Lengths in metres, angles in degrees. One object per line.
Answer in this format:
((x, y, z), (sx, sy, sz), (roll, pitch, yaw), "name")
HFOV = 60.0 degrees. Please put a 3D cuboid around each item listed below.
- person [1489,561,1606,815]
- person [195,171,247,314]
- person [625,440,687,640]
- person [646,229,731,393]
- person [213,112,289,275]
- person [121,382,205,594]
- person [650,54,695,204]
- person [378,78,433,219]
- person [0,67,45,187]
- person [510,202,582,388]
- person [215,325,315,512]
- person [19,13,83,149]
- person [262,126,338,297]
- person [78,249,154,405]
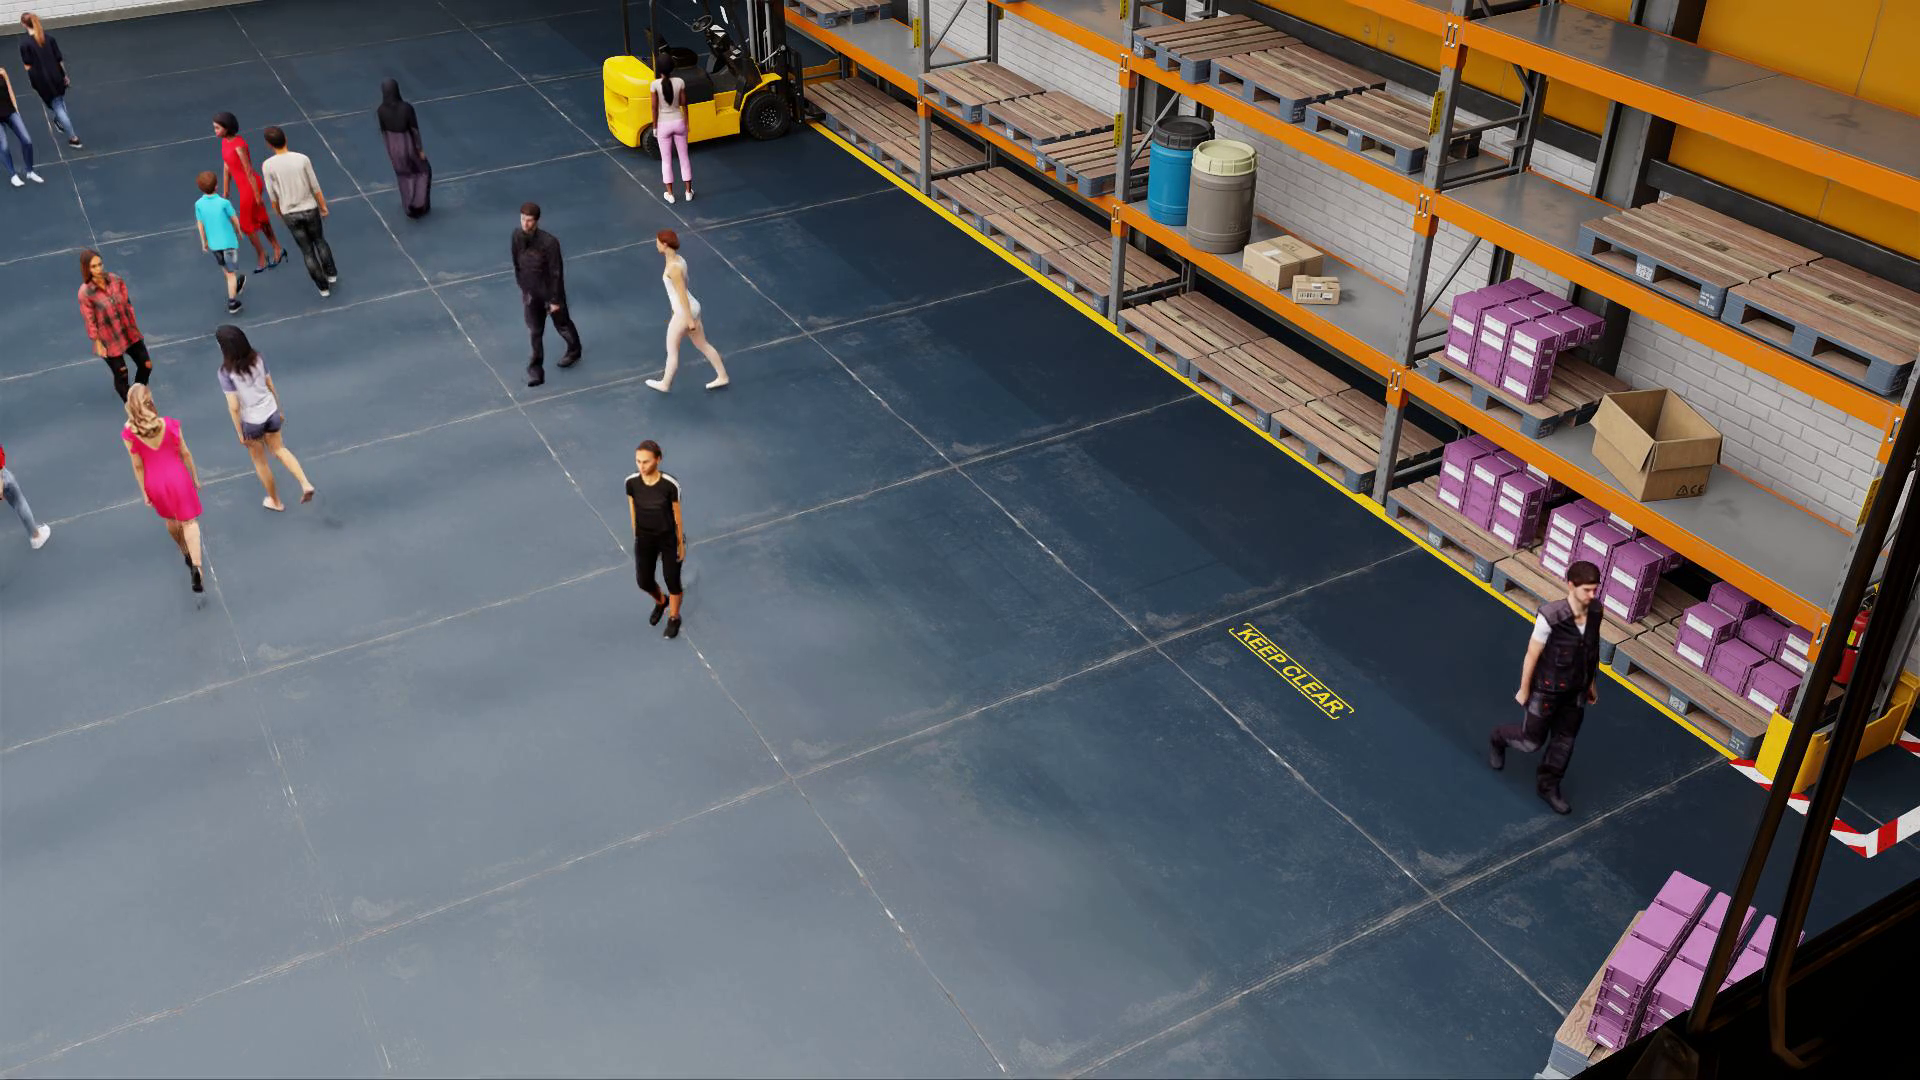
((3.800, 0.885, 10.697), (0.767, 1.835, 0.965), (-11, 35, -17), "person")
((-7.528, -3.002, 16.927), (0.816, 1.413, 0.985), (1, 34, 1), "person")
((-2.178, -0.047, 12.261), (0.708, 1.657, 0.761), (6, 34, 8), "person")
((-2.448, -2.083, 15.369), (0.923, 1.607, 1.023), (-5, 34, -7), "person")
((-7.494, -3.735, 17.746), (0.730, 1.726, 0.683), (-26, 42, -34), "person")
((-6.041, -0.369, 12.707), (0.648, 1.698, 1.028), (-13, 36, -19), "person")
((-3.353, -4.788, 19.317), (0.624, 1.741, 0.566), (-11, 35, -16), "person")
((-6.338, -4.422, 18.889), (0.821, 1.605, 0.897), (2, 34, 4), "person")
((-11.409, -5.046, 19.736), (0.737, 1.707, 0.691), (24, 40, 31), "person")
((-3.874, -2.353, 15.610), (1.175, 1.789, 1.209), (15, 36, 21), "person")
((-5.676, -0.963, 13.585), (0.924, 1.716, 0.811), (23, 40, 30), "person")
((-11.330, -5.701, 20.781), (1.154, 1.641, 0.867), (26, 41, 33), "person")
((-6.777, -3.334, 17.090), (0.692, 1.784, 0.734), (-13, 36, -19), "person")
((-7.603, -1.829, 14.910), (0.735, 1.692, 0.724), (21, 39, 28), "person")
